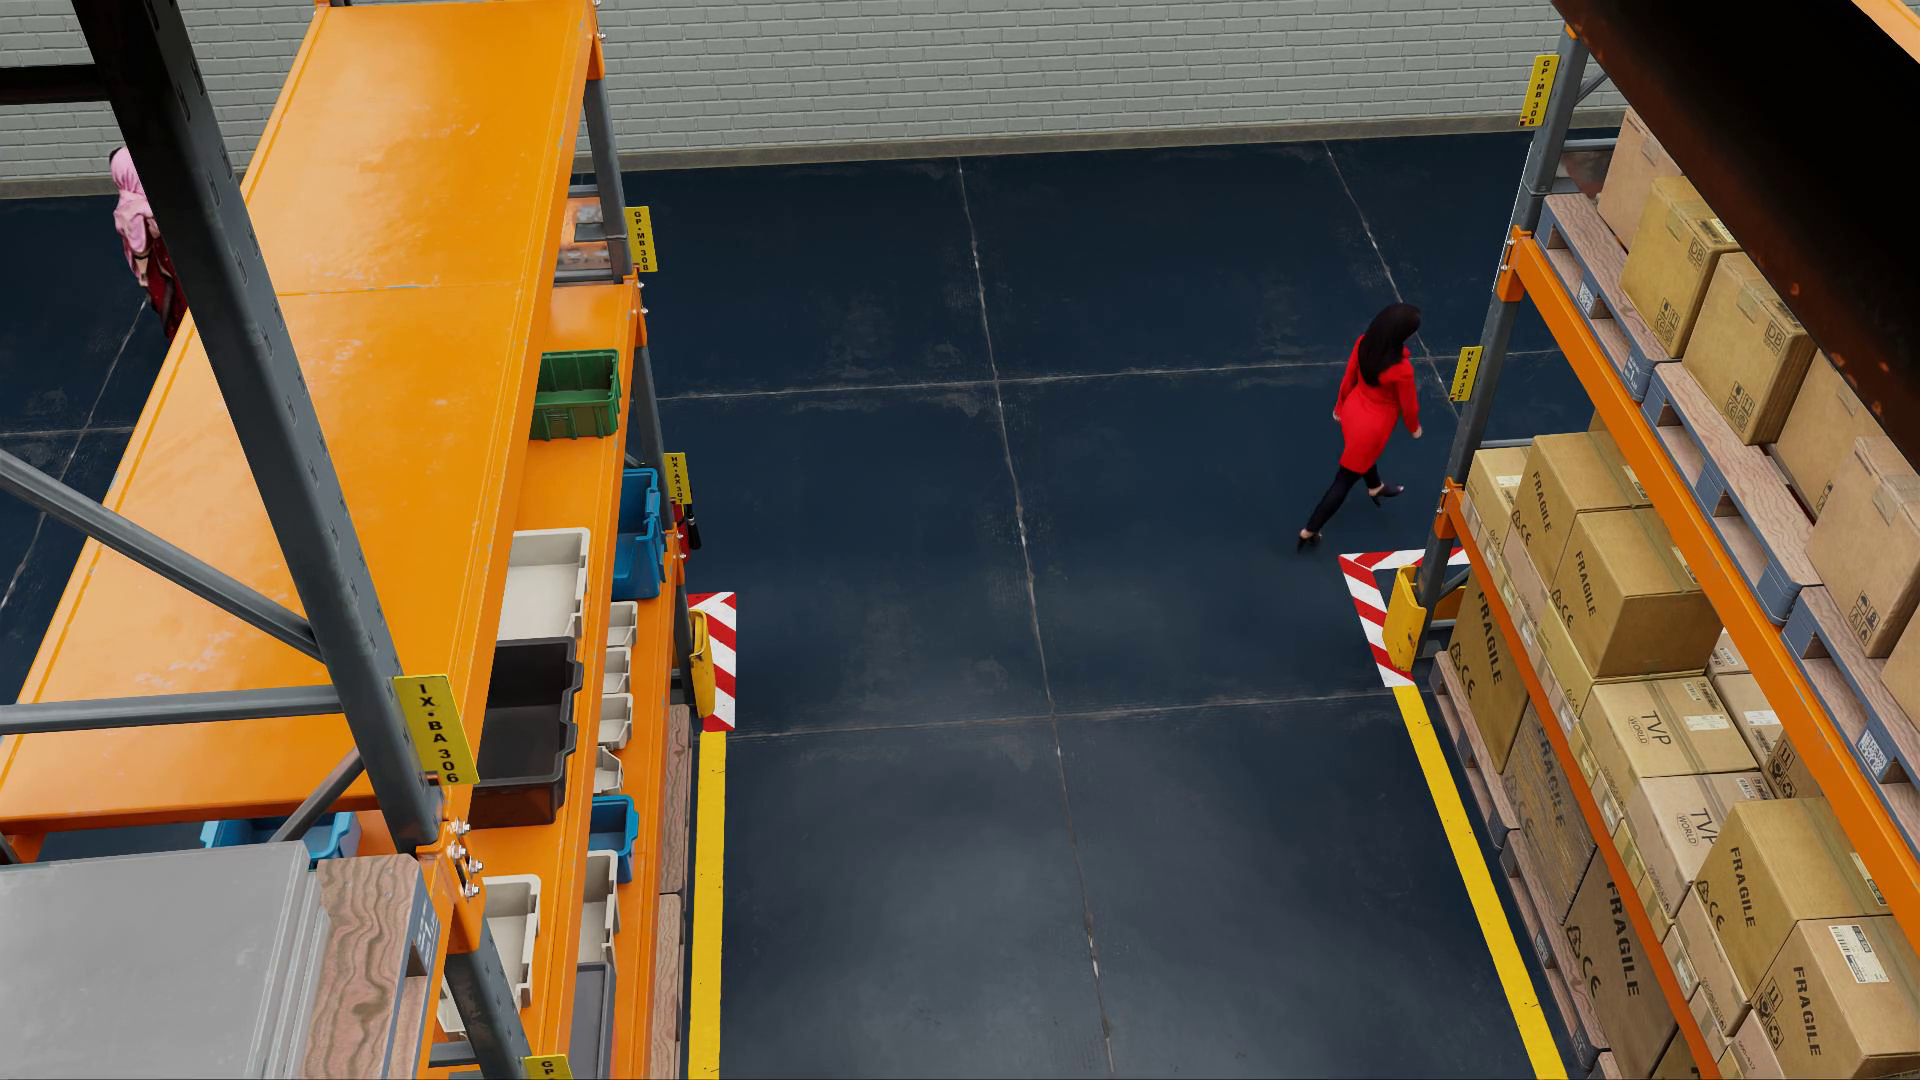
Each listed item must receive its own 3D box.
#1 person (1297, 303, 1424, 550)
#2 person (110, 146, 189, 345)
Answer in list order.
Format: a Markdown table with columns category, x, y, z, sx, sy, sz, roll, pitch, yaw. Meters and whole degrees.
| category | x | y | z | sx | sy | sz | roll | pitch | yaw |
| --- | --- | --- | --- | --- | --- | --- | --- | --- | --- |
| person | 2.261 | -0.584 | 9.486 | 0.918 | 1.696 | 1.063 | -21 | 47 | -21 |
| person | -5.203 | -1.844 | 10.878 | 0.792 | 1.638 | 0.647 | 9 | 44 | 9 |
